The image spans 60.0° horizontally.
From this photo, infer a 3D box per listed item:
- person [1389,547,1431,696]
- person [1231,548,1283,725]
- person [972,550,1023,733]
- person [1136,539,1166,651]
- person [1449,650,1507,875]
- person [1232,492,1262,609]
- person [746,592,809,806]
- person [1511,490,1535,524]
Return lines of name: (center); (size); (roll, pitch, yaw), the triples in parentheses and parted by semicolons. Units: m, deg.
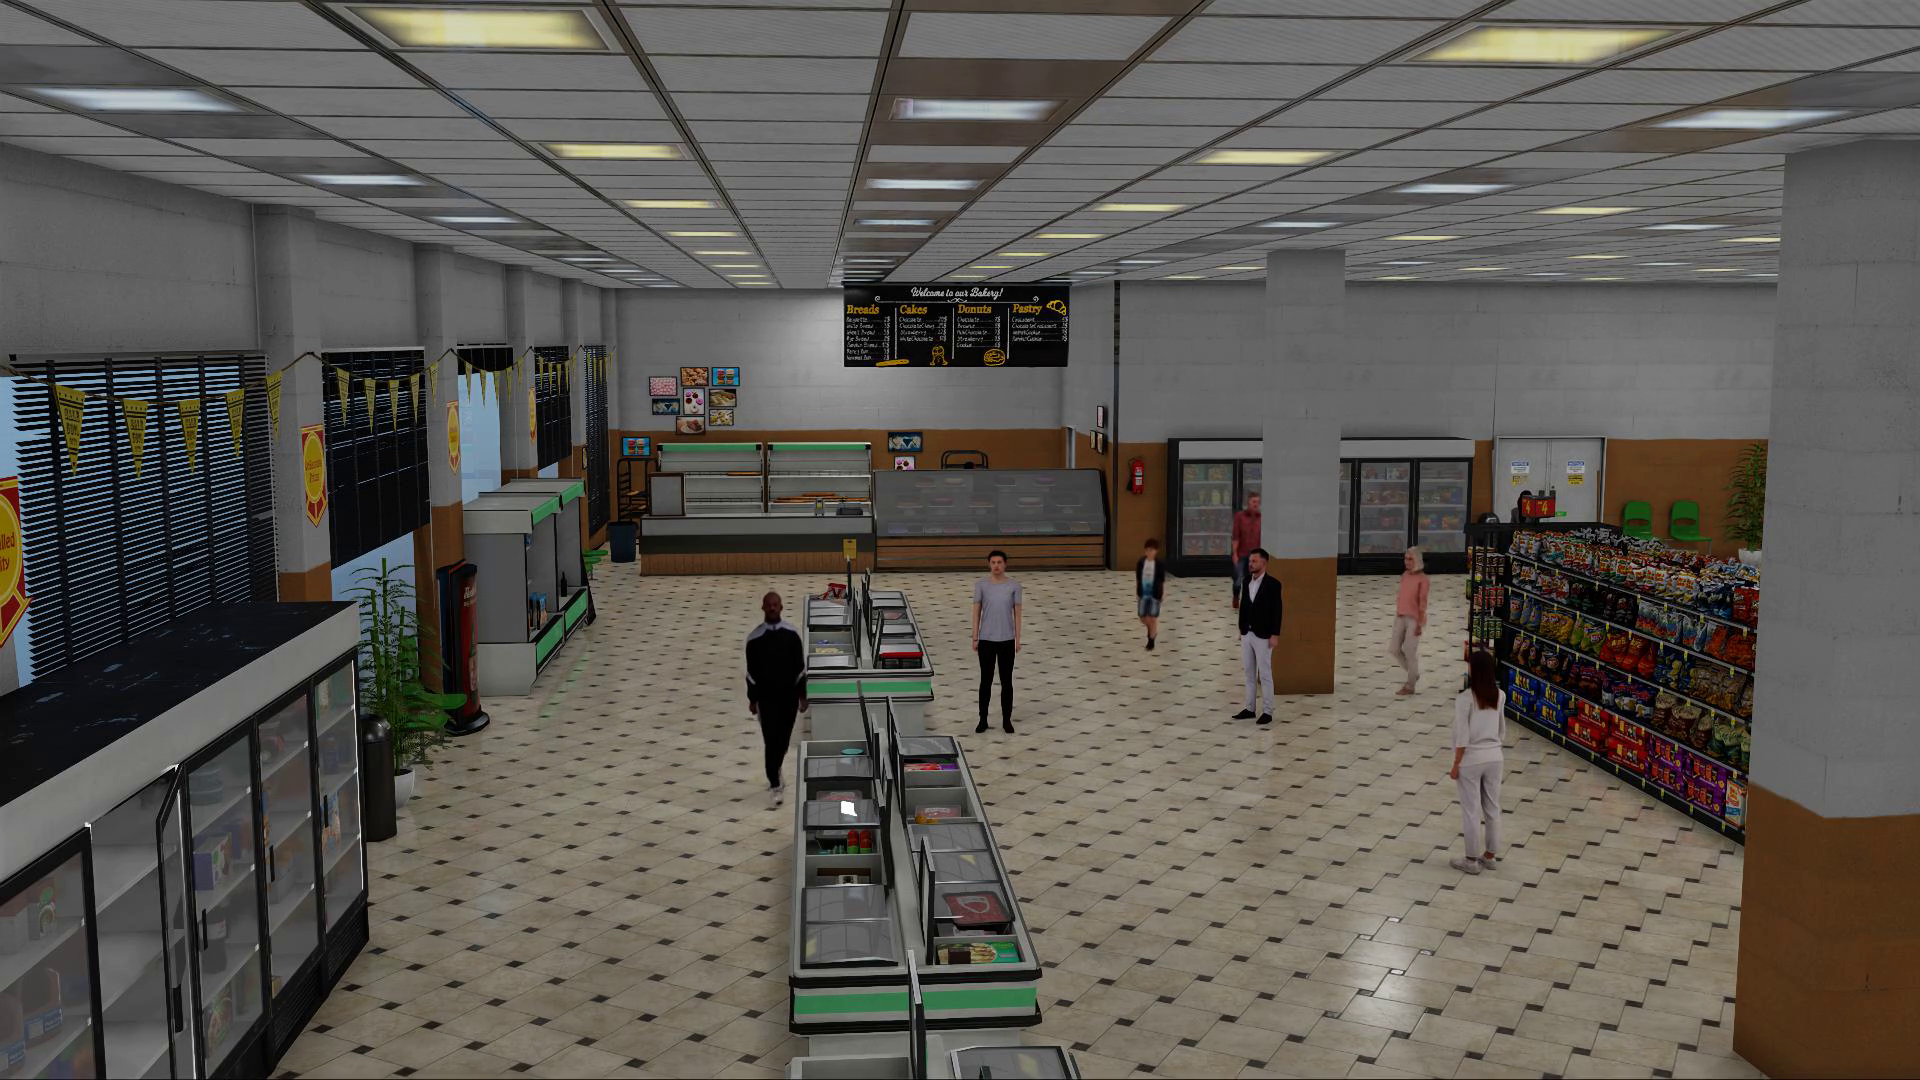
person: (5.149, 0.915, 18.687); (0.795, 1.700, 0.697); (-3, 7, -21)
person: (3.135, 0.994, 17.439); (0.803, 1.843, 0.699); (-6, 9, -40)
person: (0.380, 1.029, 17.059); (0.691, 1.864, 0.593); (0, 7, 3)
person: (2.488, 0.696, 21.606); (0.747, 1.435, 0.900); (3, 7, 21)
person: (3.922, 1.663, 12.550); (0.655, 1.688, 0.632); (-3, 7, -21)
person: (4.152, 0.211, 24.096); (0.716, 1.799, 1.107); (0, 7, -1)
person: (-1.617, 1.352, 14.661); (0.865, 1.798, 1.216); (-2, 7, -19)
person: (8.774, 0.059, 25.859); (0.718, 1.679, 0.787); (7, 10, 44)
